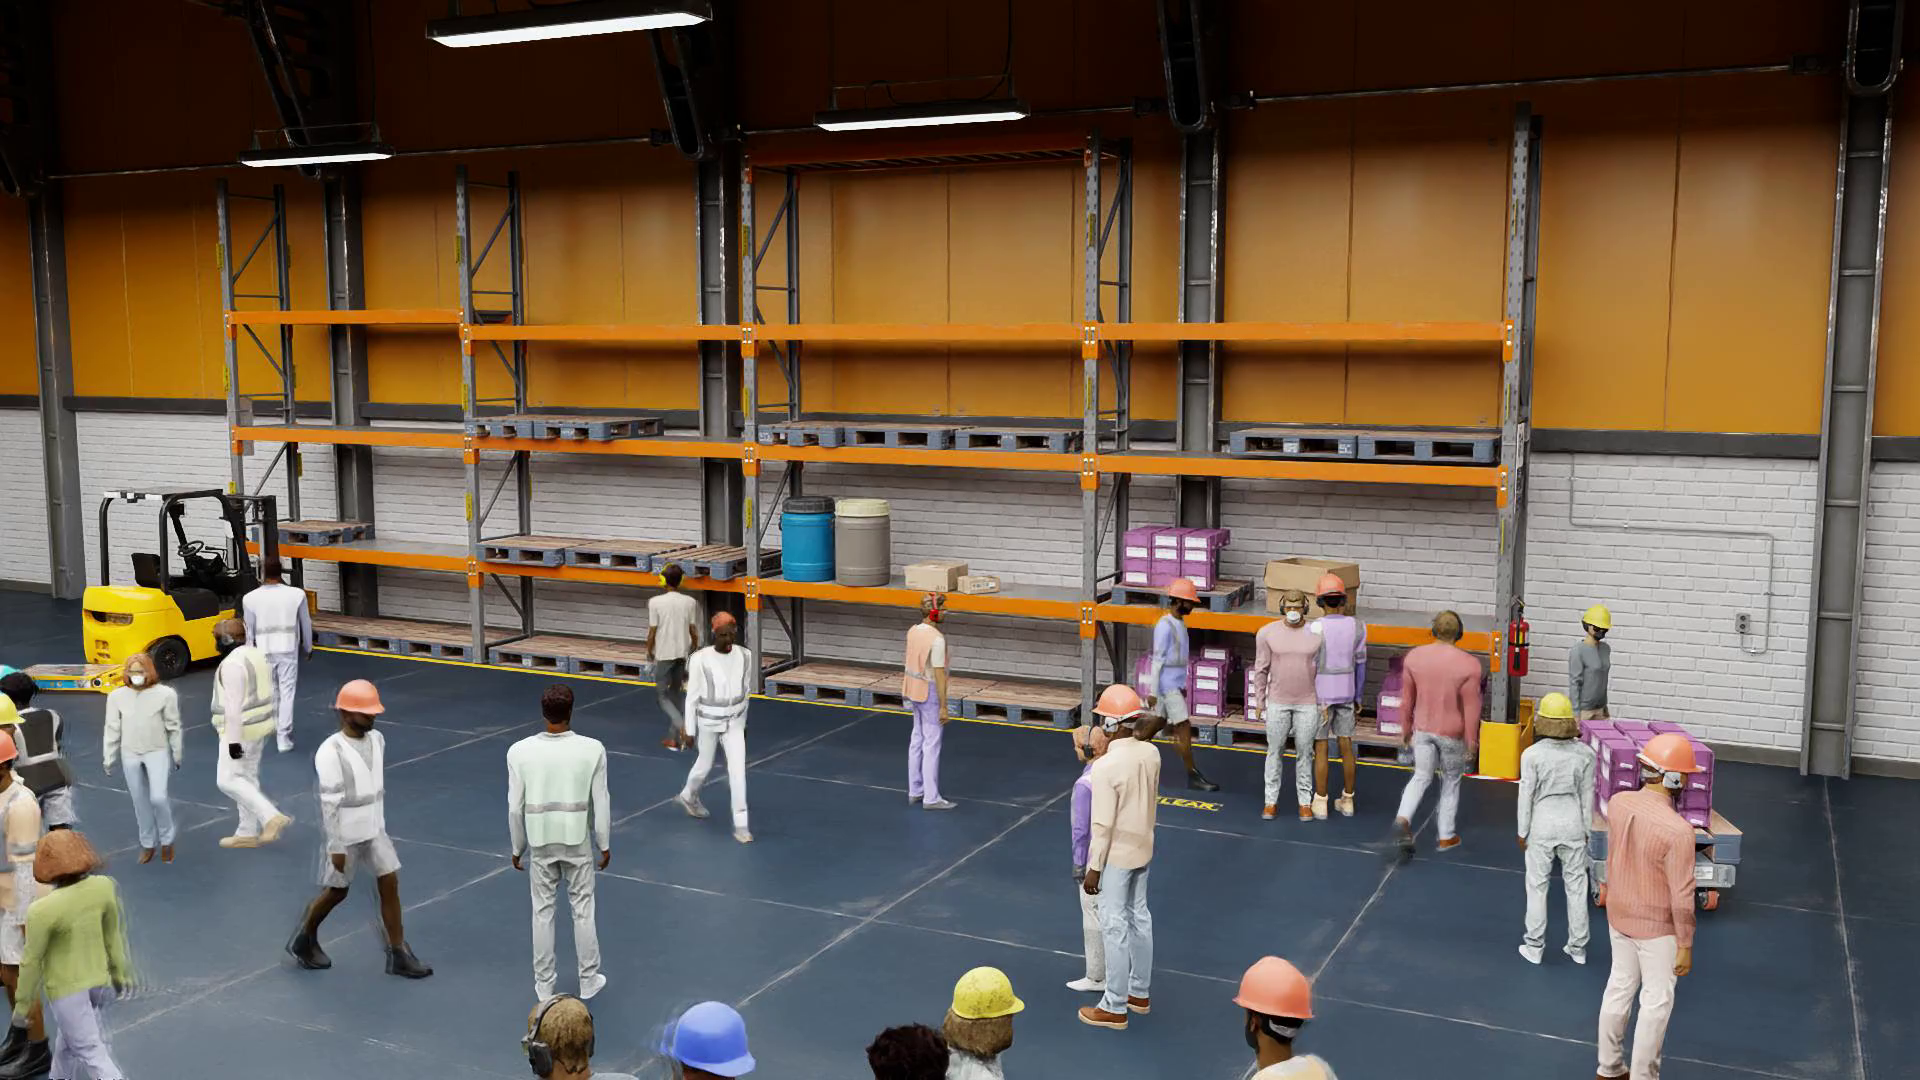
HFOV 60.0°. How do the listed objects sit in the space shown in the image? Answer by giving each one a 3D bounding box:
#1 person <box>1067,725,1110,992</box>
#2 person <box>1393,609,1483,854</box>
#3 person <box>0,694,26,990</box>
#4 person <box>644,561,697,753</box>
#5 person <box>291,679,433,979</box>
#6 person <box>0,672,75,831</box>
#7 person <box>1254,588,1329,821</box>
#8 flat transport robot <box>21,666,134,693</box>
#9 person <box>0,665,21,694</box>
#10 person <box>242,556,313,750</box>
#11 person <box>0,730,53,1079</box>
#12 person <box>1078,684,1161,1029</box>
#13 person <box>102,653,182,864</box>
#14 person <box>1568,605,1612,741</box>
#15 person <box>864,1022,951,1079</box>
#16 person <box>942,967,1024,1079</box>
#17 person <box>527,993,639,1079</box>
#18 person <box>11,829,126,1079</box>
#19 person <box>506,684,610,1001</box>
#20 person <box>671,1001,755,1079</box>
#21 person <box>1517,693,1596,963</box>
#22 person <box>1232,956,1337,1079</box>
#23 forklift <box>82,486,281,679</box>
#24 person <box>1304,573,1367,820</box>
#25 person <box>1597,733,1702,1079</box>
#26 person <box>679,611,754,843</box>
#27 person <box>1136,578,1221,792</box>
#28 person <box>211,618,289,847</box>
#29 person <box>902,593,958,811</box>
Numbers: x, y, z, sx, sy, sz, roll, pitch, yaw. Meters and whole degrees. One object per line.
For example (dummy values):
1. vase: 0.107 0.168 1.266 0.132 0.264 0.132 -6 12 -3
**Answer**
1. person: 0.836 1.942 10.211 0.318 1.631 0.513 4 8 27
2. person: 3.640 1.495 12.777 0.642 1.914 0.793 6 9 40
3. person: -5.916 1.847 10.214 0.403 1.821 0.601 -4 8 -31
4. person: -2.734 1.137 15.922 0.518 1.857 0.678 -5 9 -38
5. person: -3.794 1.790 10.379 0.967 1.898 0.548 3 7 23
6. person: -6.531 1.747 11.692 0.827 1.643 0.554 4 8 27
7. person: 2.748 1.357 13.763 0.635 1.938 0.359 1 7 9
8. flat transport robot: -10.069 1.567 18.861 1.431 0.197 0.652 0 7 1
9. person: -7.228 1.589 12.330 0.594 1.811 0.816 -3 7 -22
10. person: -6.676 1.086 16.317 0.588 1.866 0.979 -1 7 -10
11. person: -5.147 1.943 8.978 0.586 1.923 0.414 6 9 43
12. person: 0.929 1.825 9.670 0.381 1.994 0.614 5 9 37
13. person: -6.180 1.658 12.569 0.511 1.619 0.447 -1 7 -8
14. person: 5.301 1.418 13.986 0.524 1.764 0.329 -5 9 -37
15. person: -0.121 2.420 5.135 1.024 1.907 0.608 5 8 33
16. person: 0.083 2.391 6.024 0.295 1.744 0.485 -2 7 -18
17. person: -1.234 2.390 5.301 0.383 1.928 0.635 4 8 31
18. person: -4.366 2.204 8.166 0.863 1.584 0.508 2 7 15
19. person: -2.407 1.821 10.013 0.591 1.918 0.383 -1 7 -6
20. person: -0.891 2.393 5.386 0.616 1.905 0.998 -6 9 -42
21. person: 3.797 1.838 10.641 0.488 1.737 0.320 0 7 1
22. person: 1.027 2.357 5.586 0.389 1.927 0.576 6 9 41
23. forklift: -9.426 0.454 20.179 1.214 2.155 2.313 3 8 26
24. person: 3.073 1.295 13.851 0.611 2.040 0.393 -2 7 -16
25. person: 3.566 1.967 8.568 0.410 1.980 0.624 -2 7 -16
26. person: -1.982 1.454 13.421 0.585 1.841 0.986 -5 8 -35
27. person: 1.839 1.265 14.800 0.990 1.881 0.562 3 8 24
28. person: -5.566 1.517 13.002 0.544 1.809 0.674 0 7 -3
29. person: -0.280 1.362 14.096 0.384 1.845 0.565 -4 8 -27
